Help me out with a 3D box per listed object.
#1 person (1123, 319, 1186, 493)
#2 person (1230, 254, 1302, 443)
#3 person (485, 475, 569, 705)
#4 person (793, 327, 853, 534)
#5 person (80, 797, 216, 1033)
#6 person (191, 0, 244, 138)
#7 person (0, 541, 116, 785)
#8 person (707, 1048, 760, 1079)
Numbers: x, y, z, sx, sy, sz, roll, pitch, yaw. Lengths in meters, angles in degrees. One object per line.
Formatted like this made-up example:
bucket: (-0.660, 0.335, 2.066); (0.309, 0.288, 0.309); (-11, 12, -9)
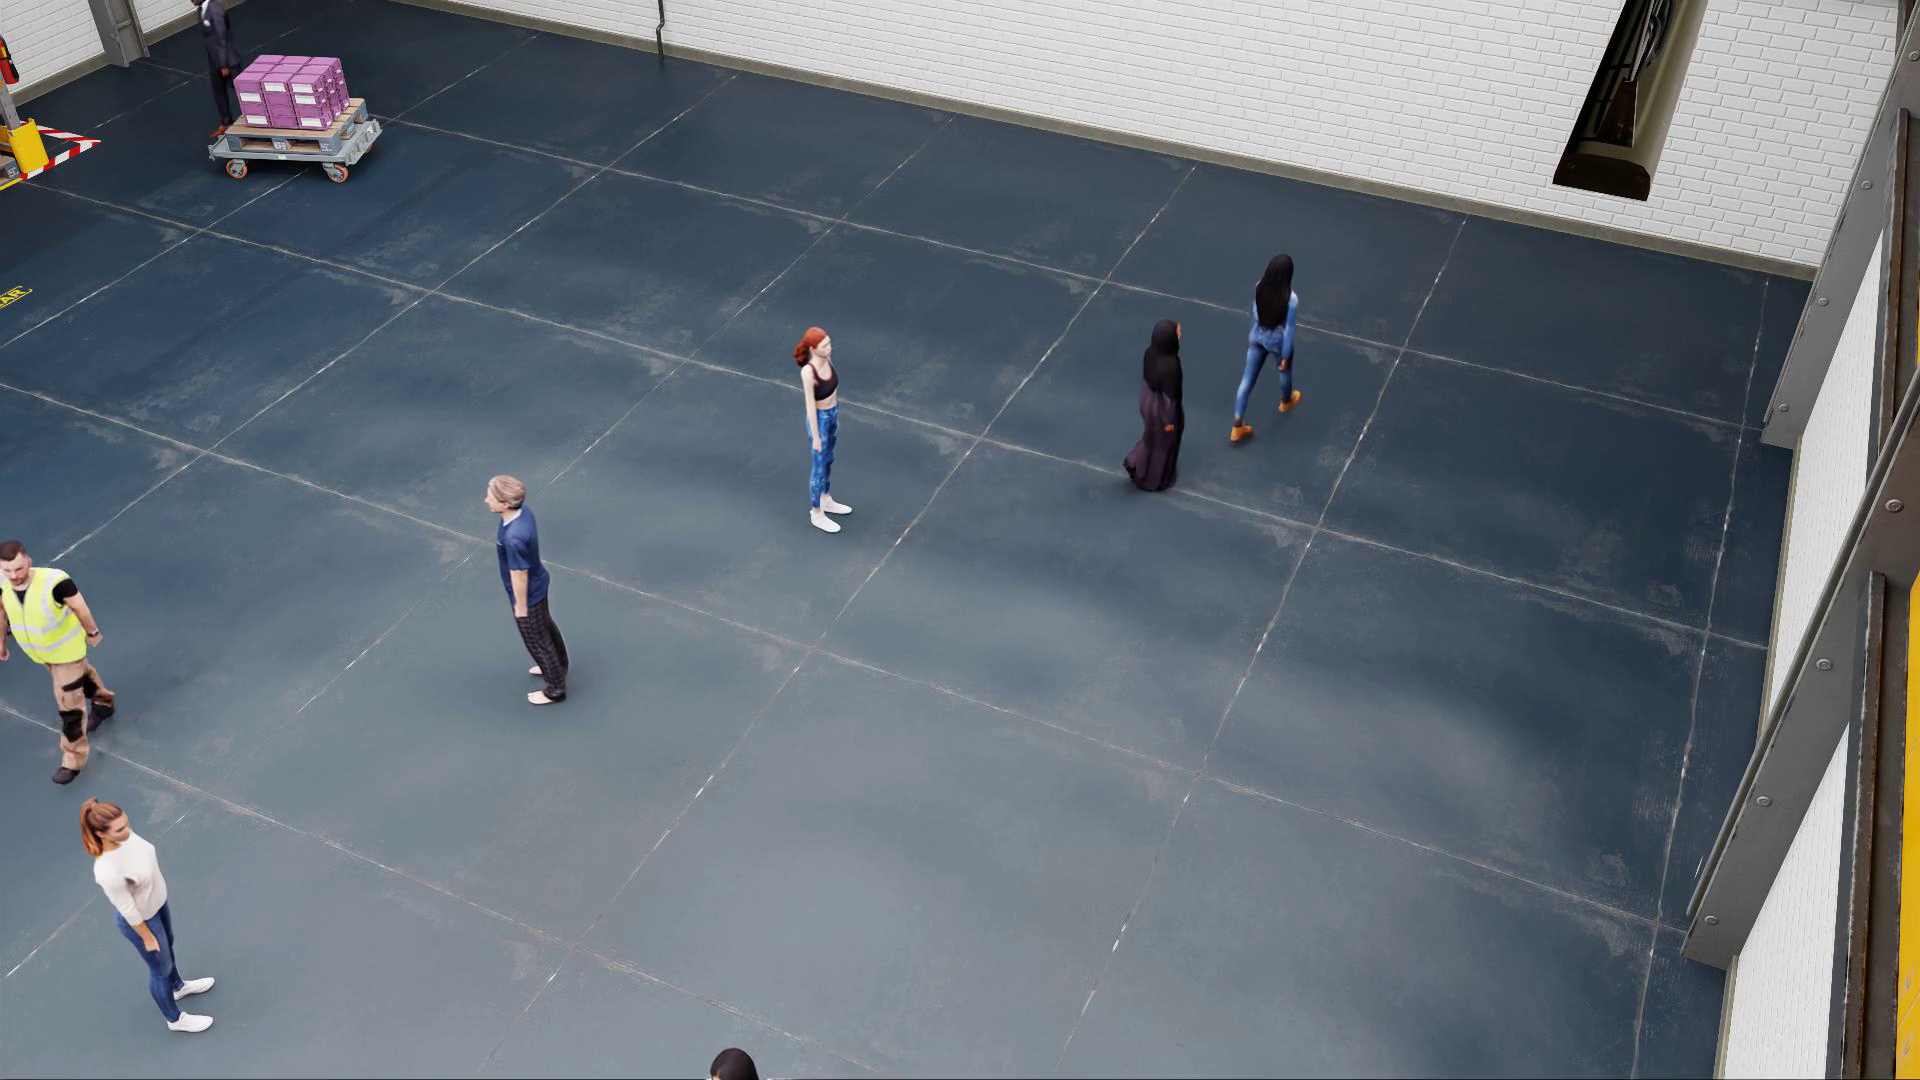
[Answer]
person: (1.552, -1.076, 13.420); (0.891, 1.606, 0.840); (-10, 40, -12)
person: (2.548, -1.586, 14.014); (0.881, 1.661, 1.247); (30, 47, 32)
person: (-2.964, 0.333, 11.446); (0.790, 1.868, 0.692); (-8, 39, -9)
person: (-1.076, -0.886, 13.038); (0.648, 1.785, 0.550); (12, 40, 14)
person: (-4.593, 2.099, 9.349); (0.743, 1.725, 0.661); (-9, 39, -11)
person: (-8.194, -5.409, 18.694); (1.155, 1.795, 0.941); (-26, 46, -29)
person: (-5.991, 0.651, 11.107); (0.875, 1.794, 1.167); (9, 39, 11)
person: (-0.988, 3.018, 8.221); (0.752, 1.697, 1.135); (9, 39, 10)
